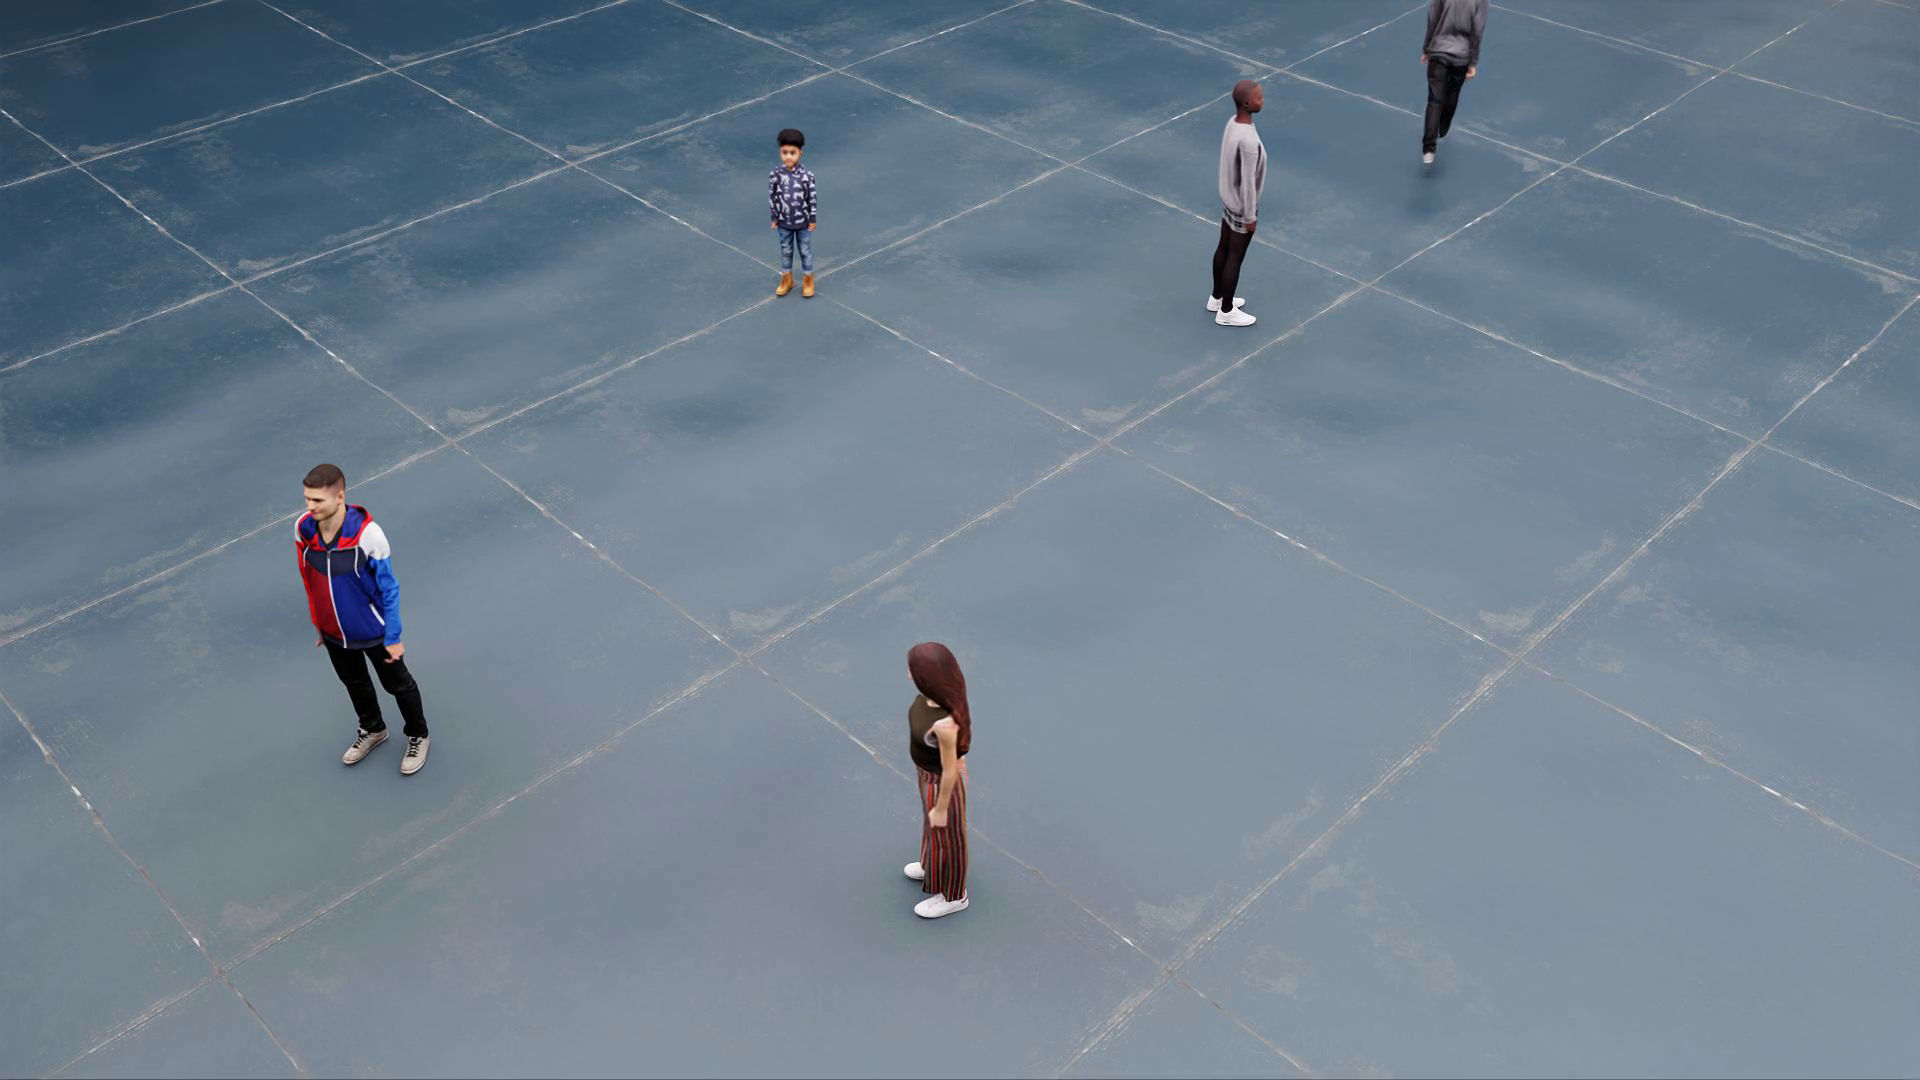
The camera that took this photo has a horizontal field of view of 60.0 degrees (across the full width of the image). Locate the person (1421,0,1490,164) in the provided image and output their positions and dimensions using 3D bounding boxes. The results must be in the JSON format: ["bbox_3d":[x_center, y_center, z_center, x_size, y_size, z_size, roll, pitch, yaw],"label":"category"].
[{"bbox_3d":[4.028,-3.941,13.730,1.005,1.718,1.233,10,38,12],"label":"person"}]

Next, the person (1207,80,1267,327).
[{"bbox_3d":[1.929,-2.351,11.594,0.729,1.772,0.699,-5,38,-7],"label":"person"}]

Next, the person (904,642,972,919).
[{"bbox_3d":[-0.084,1.040,7.312,0.684,1.557,0.649,-5,38,-7],"label":"person"}]

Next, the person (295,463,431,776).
[{"bbox_3d":[-2.893,0.381,8.014,0.721,1.756,0.723,9,38,12],"label":"person"}]

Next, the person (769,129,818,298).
[{"bbox_3d":[-1.205,-2.367,12.047,0.594,1.250,0.646,4,37,6],"label":"person"}]
